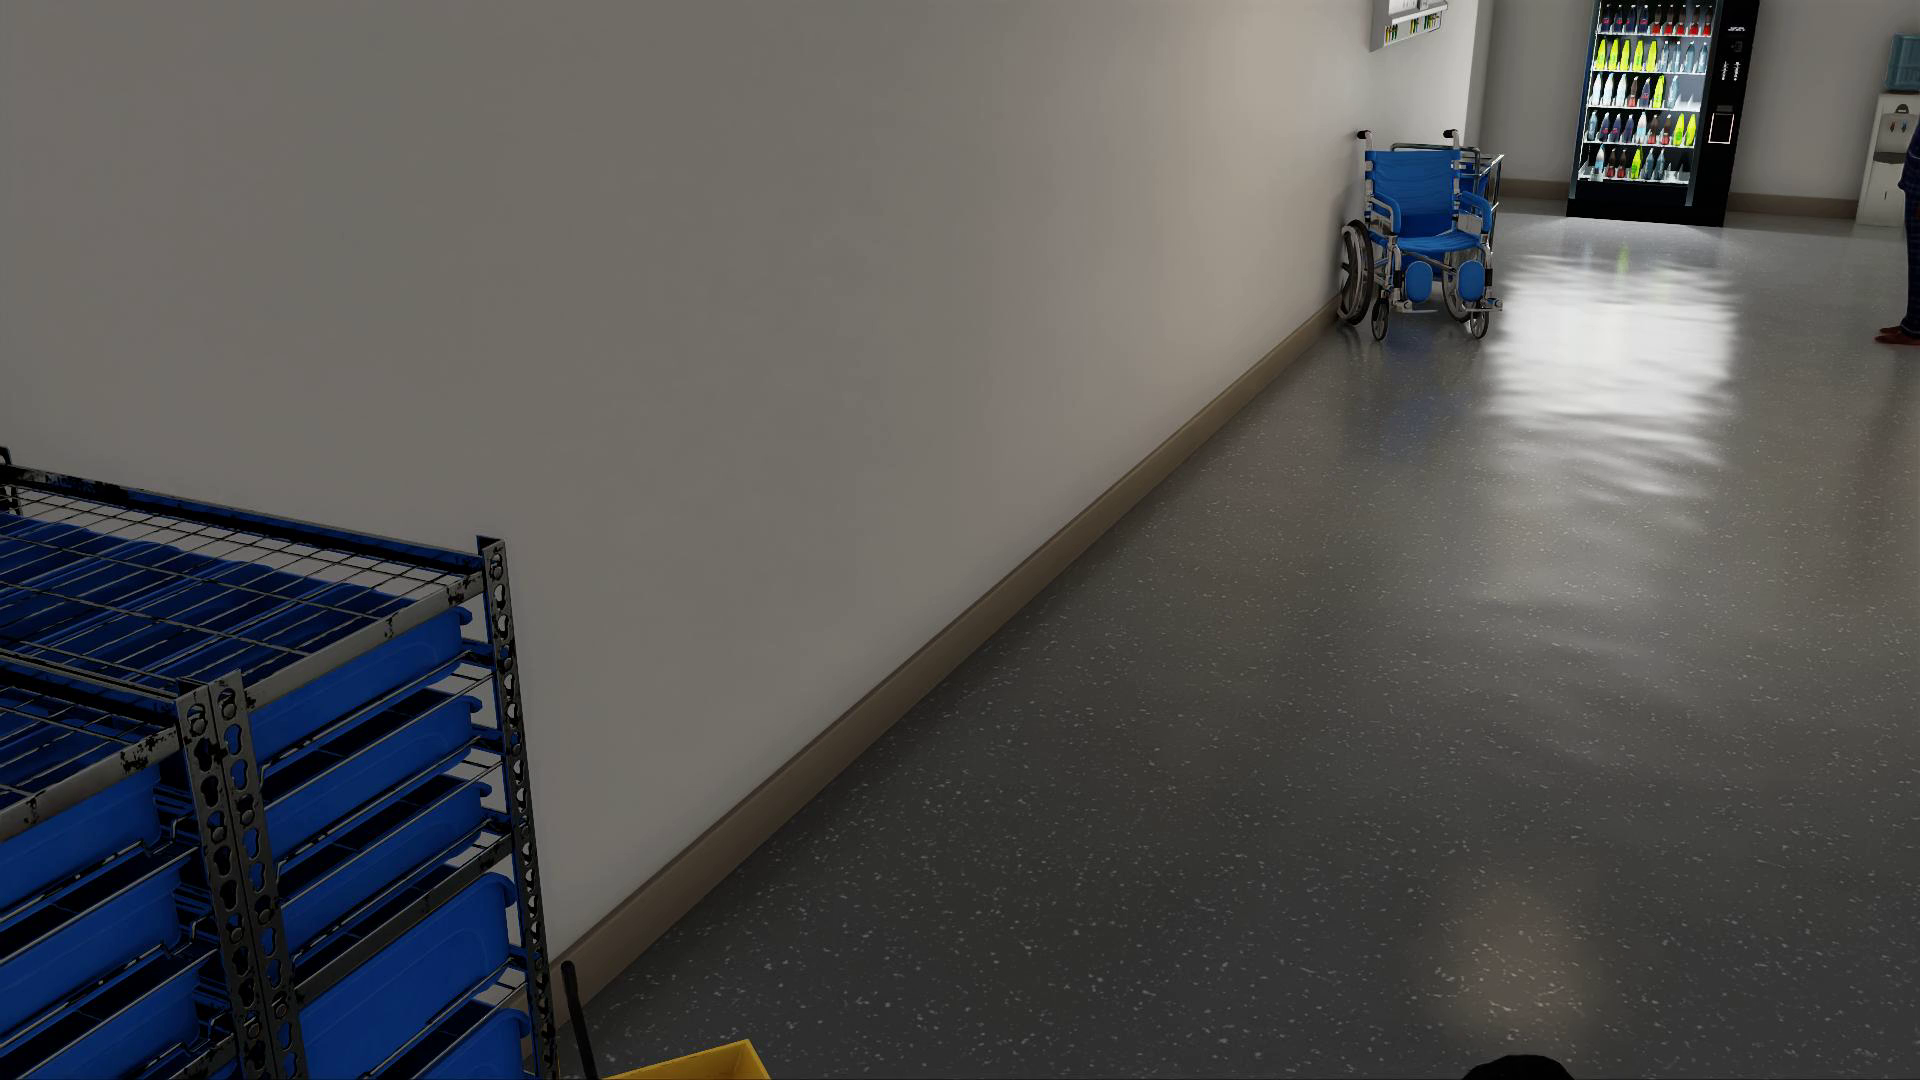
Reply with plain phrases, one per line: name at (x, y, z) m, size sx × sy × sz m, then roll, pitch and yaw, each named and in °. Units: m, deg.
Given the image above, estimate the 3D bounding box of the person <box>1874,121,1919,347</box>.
person at (5.672, -2.056, 9.653) m, size 0.663 × 1.824 × 0.704 m, roll 14°, pitch 25°, yaw 32°
